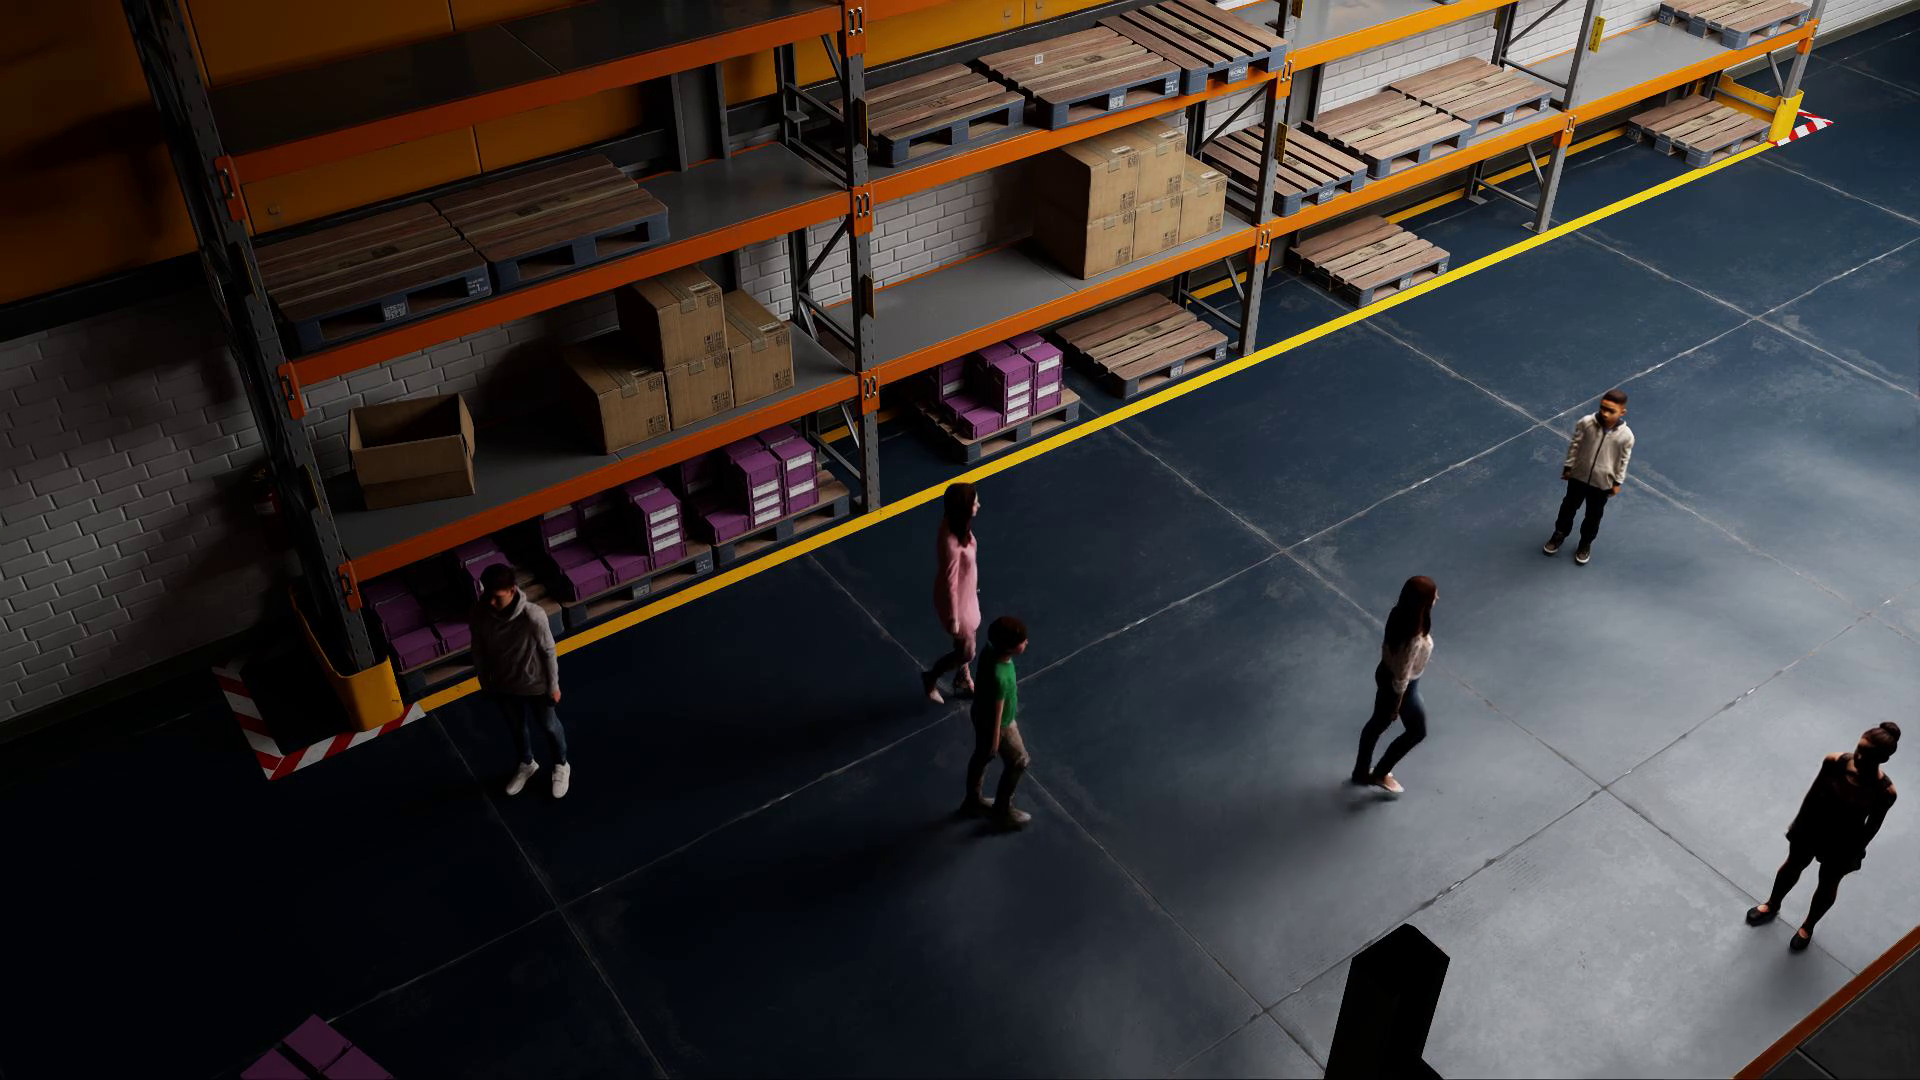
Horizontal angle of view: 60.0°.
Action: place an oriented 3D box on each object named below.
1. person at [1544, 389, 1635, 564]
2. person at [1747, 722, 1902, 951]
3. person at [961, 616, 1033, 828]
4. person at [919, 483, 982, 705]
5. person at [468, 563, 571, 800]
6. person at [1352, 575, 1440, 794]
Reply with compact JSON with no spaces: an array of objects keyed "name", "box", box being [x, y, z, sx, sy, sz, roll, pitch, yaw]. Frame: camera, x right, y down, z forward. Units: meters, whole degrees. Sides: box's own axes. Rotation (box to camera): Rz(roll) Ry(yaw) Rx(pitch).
[{"name":"person","box":[4.696,-0.493,12.326,0.659,1.454,0.650,19,43,23]},{"name":"person","box":[4.958,1.665,9.449,0.553,1.672,0.570,-25,45,-28]},{"name":"person","box":[0.121,1.108,10.175,0.787,1.636,0.720,-5,39,-6]},{"name":"person","box":[-0.076,0.387,10.952,0.898,1.793,0.839,5,39,6]},{"name":"person","box":[-2.707,0.857,10.317,0.739,1.851,0.815,4,39,5]},{"name":"person","box":[2.641,0.900,10.371,0.735,1.717,0.694,-2,39,-3]}]
